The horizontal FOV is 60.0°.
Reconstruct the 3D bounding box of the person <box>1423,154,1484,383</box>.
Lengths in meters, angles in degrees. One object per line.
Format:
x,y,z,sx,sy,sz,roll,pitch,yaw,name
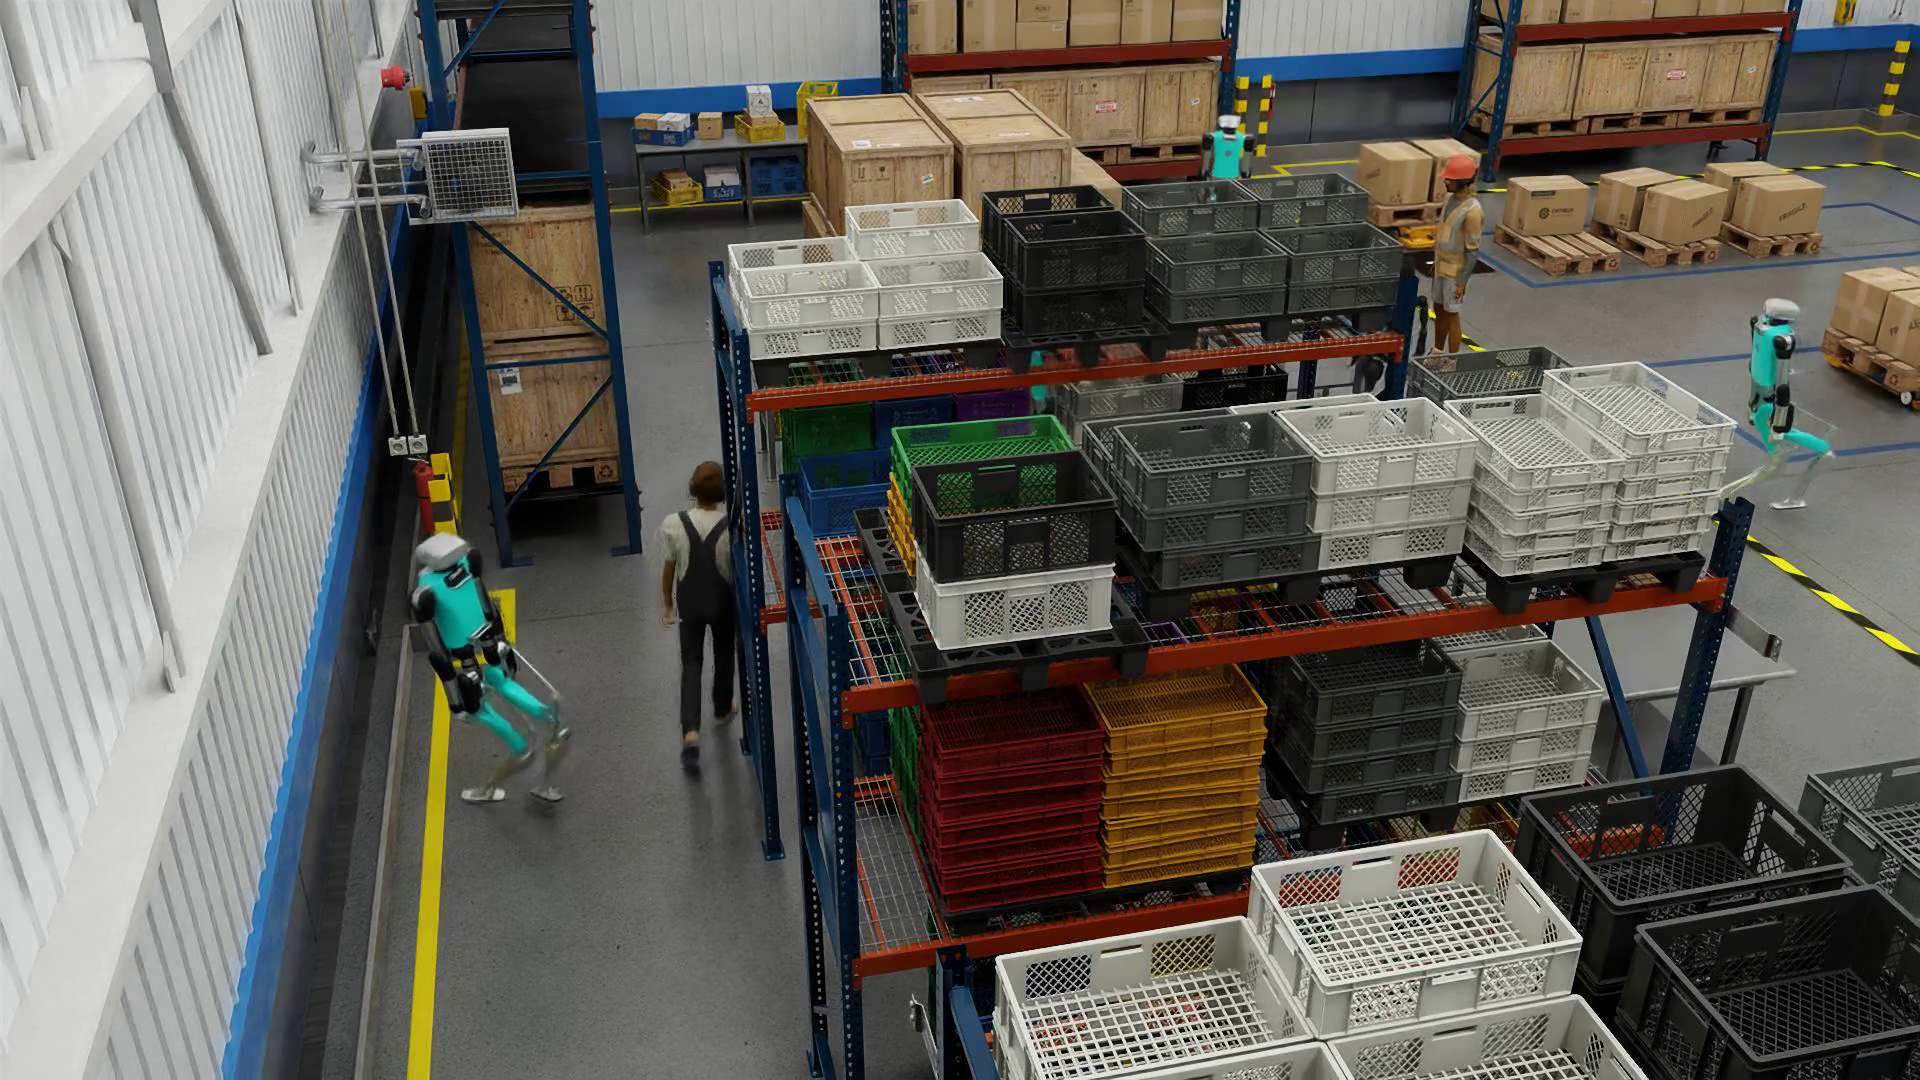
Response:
4.310,-2.389,14.682,0.378,2.038,0.614,-4,28,-8,person

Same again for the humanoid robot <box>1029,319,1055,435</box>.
0.781,-0.816,12.056,0.702,1.819,0.544,-8,29,-15,humanoid robot

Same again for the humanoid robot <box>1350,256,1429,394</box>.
3.416,-1.465,13.383,0.600,1.648,0.794,15,31,27,humanoid robot

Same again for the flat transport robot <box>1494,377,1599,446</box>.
4.780,-1.036,14.013,0.659,0.231,1.431,-6,28,-12,flat transport robot

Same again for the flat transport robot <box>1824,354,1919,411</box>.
8.473,-1.467,14.799,0.652,0.197,1.431,-6,28,-12,flat transport robot

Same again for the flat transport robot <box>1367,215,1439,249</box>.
5.100,-3.628,18.900,0.652,0.197,1.431,-6,28,-12,flat transport robot

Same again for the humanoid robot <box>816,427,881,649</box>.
-0.726,-0.058,10.643,0.608,1.654,0.349,24,36,37,humanoid robot

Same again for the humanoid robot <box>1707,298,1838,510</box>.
6.108,-0.944,12.261,1.030,1.725,0.530,0,28,0,humanoid robot

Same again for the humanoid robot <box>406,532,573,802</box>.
-2.447,0.806,8.935,0.877,1.768,0.592,11,30,20,humanoid robot

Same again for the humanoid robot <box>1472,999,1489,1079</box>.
2.156,2.177,6.431,0.692,1.639,0.612,-12,30,-22,humanoid robot

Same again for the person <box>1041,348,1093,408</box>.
0.833,-0.503,11.258,0.626,1.904,0.550,-6,28,-11,person

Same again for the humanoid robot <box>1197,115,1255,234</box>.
2.711,-3.553,17.245,0.538,1.802,0.798,2,28,4,humanoid robot

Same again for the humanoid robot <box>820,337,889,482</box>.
-0.845,-0.445,11.422,0.550,1.871,0.773,17,32,29,humanoid robot

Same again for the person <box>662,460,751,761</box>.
-1.456,0.420,9.594,0.551,1.815,0.776,0,28,-1,person
